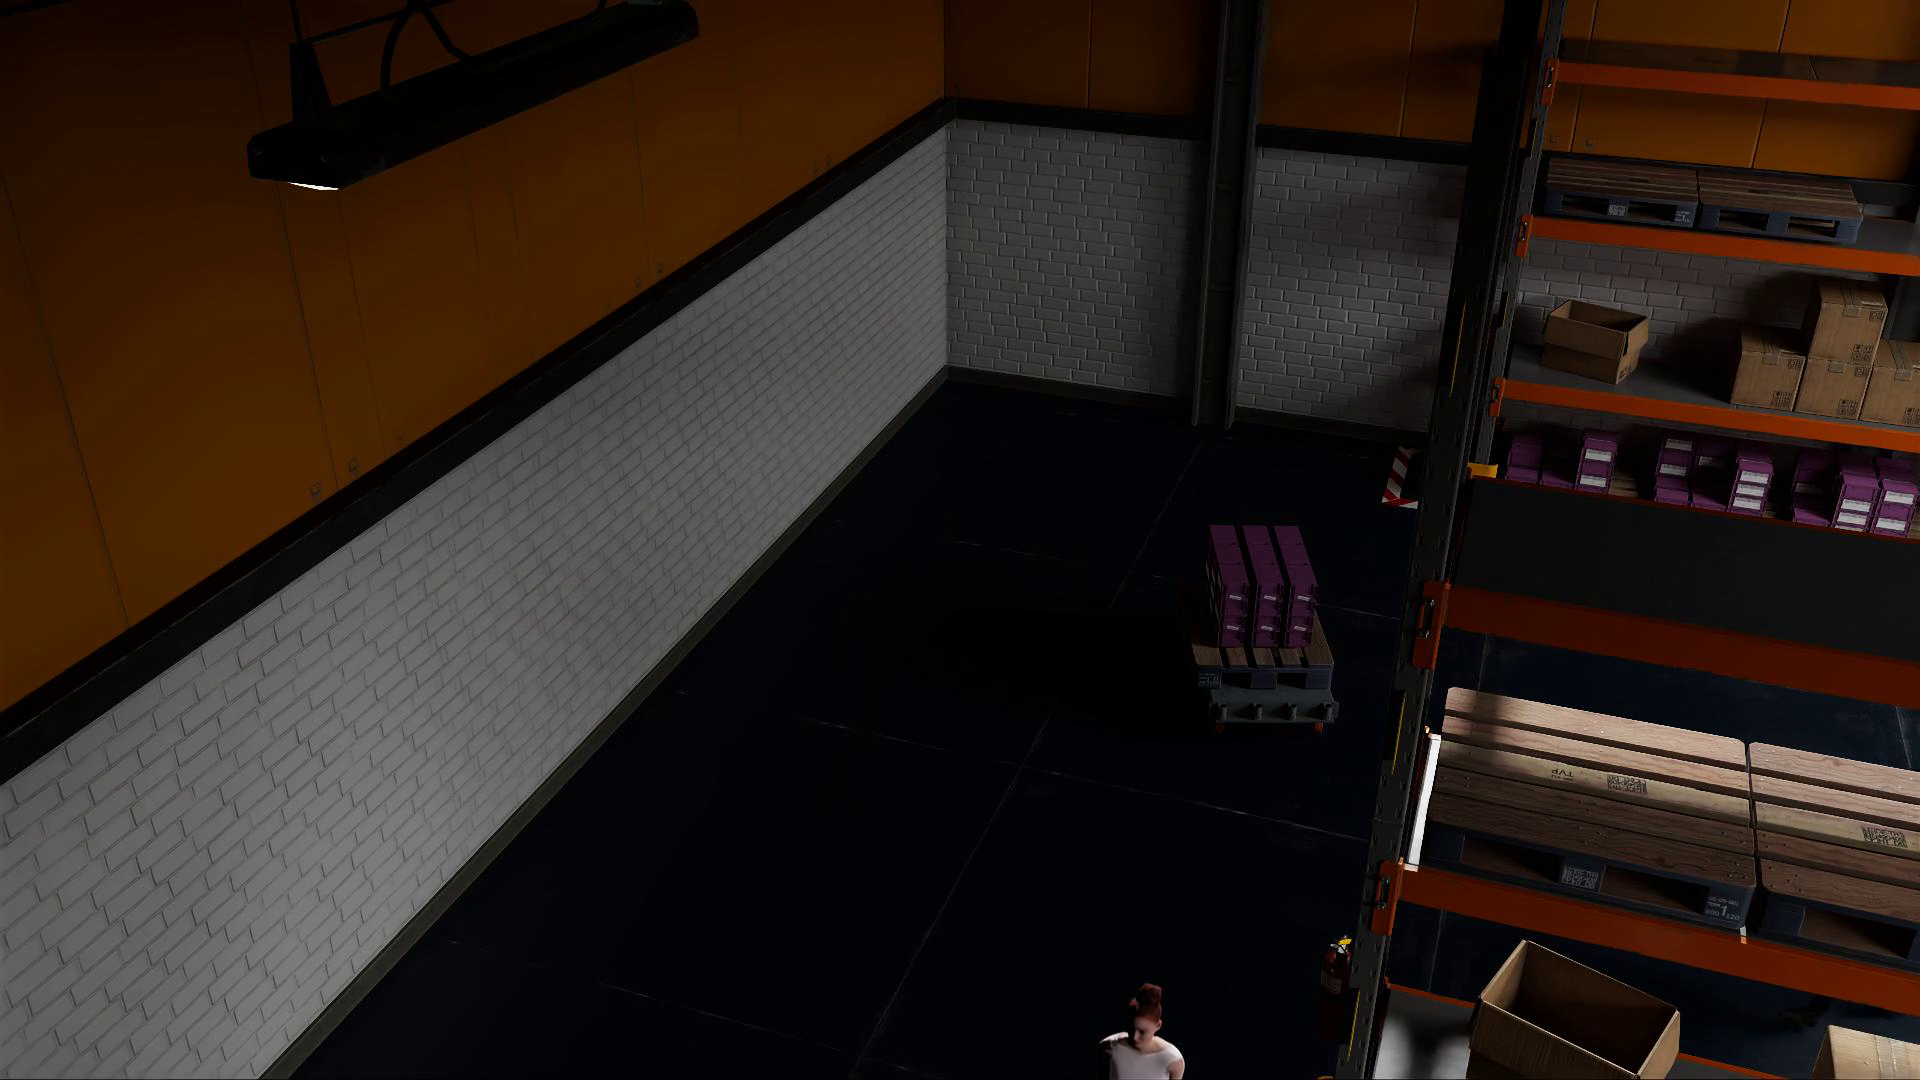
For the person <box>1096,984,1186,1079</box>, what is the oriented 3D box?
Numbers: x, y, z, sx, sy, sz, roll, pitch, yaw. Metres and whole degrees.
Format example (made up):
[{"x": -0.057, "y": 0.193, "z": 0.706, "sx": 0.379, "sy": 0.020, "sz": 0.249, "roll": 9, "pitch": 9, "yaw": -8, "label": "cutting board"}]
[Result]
[{"x": 0.837, "y": 2.810, "z": 7.898, "sx": 0.429, "sy": 1.793, "sz": 0.640, "roll": 9, "pitch": 30, "yaw": 16, "label": "person"}]
